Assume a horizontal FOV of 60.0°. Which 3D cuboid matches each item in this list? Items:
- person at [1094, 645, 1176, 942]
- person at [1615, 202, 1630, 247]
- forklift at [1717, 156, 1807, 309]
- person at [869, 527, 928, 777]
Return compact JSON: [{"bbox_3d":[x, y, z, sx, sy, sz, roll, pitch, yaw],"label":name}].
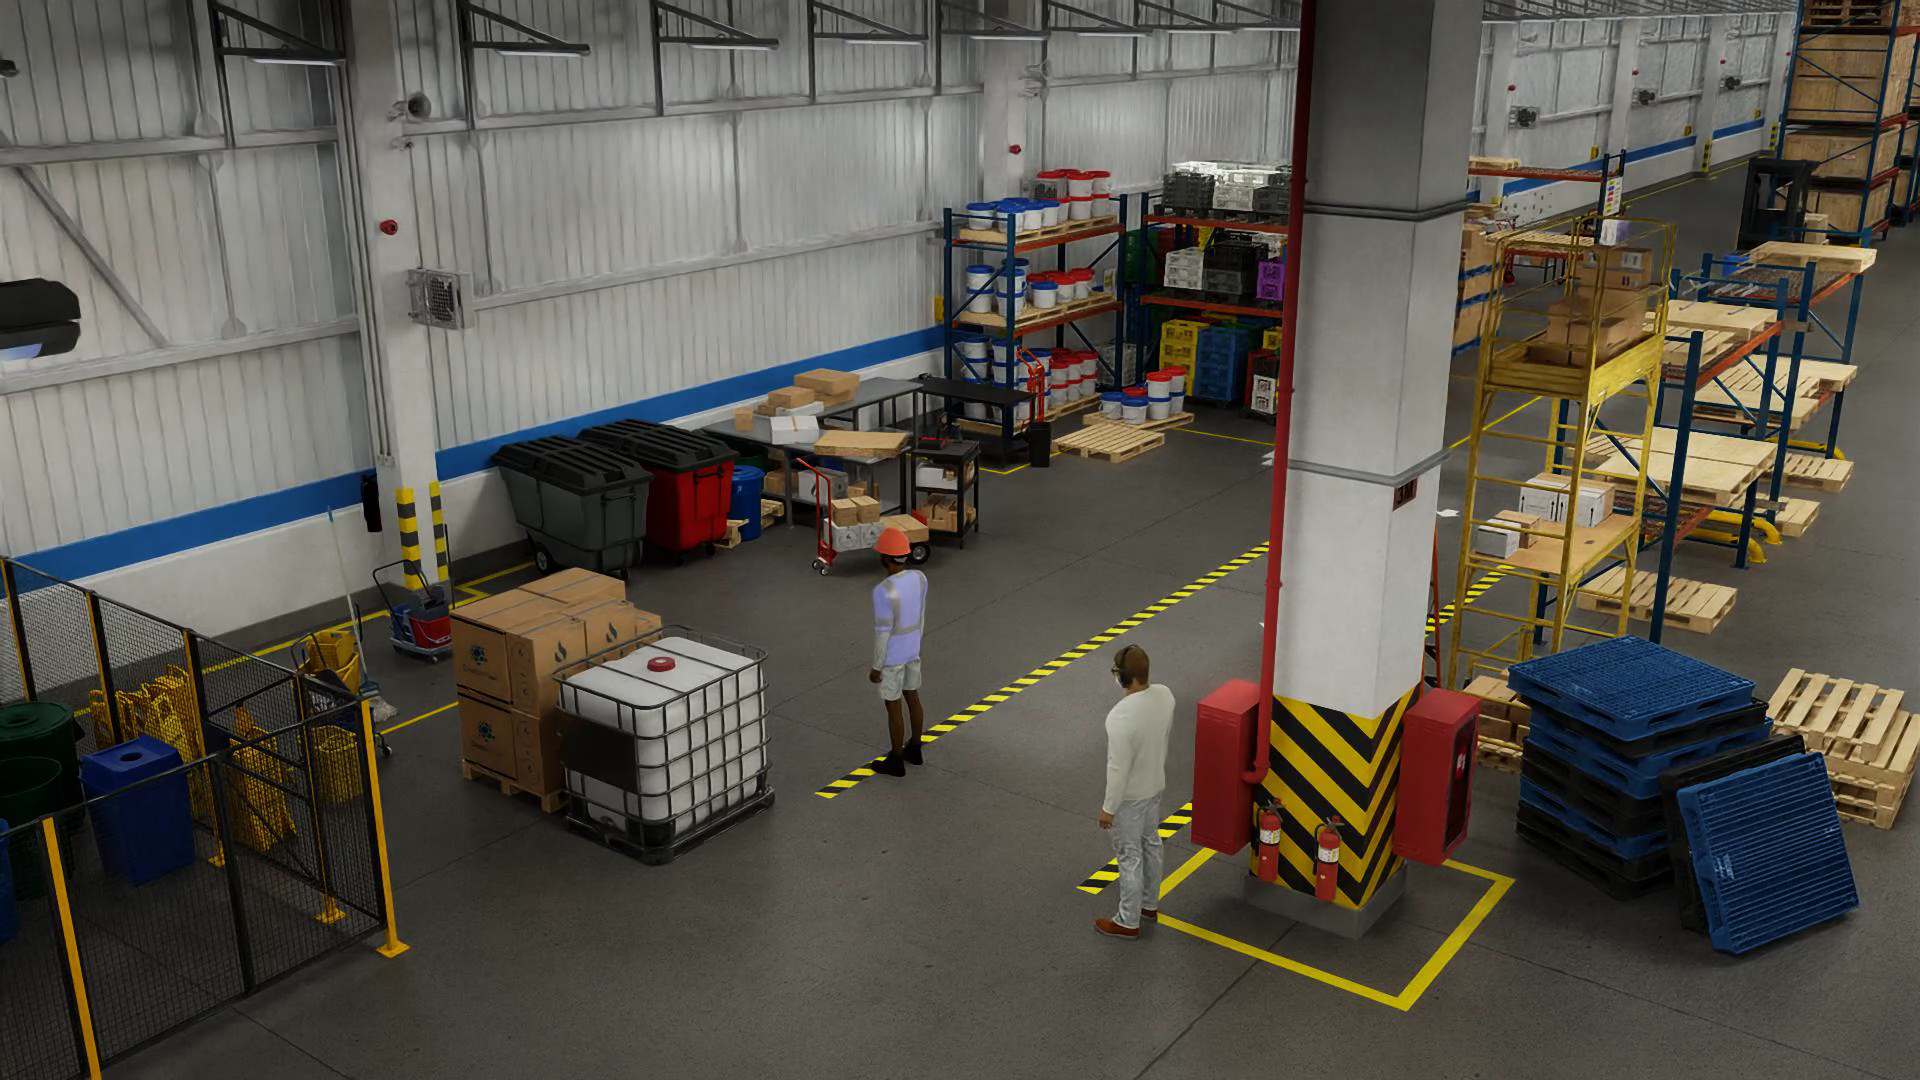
[{"bbox_3d":[1.075,1.564,10.332,0.372,1.934,0.627,13,22,35],"label":"person"},{"bbox_3d":[12.618,-5.517,31.999,0.372,1.940,0.627,13,22,35],"label":"person"},{"bbox_3d":[15.183,-5.773,31.288,1.129,2.768,1.873,13,22,34],"label":"forklift"},{"bbox_3d":[-0.486,0.840,12.537,0.360,1.939,0.543,13,22,35],"label":"person"}]
